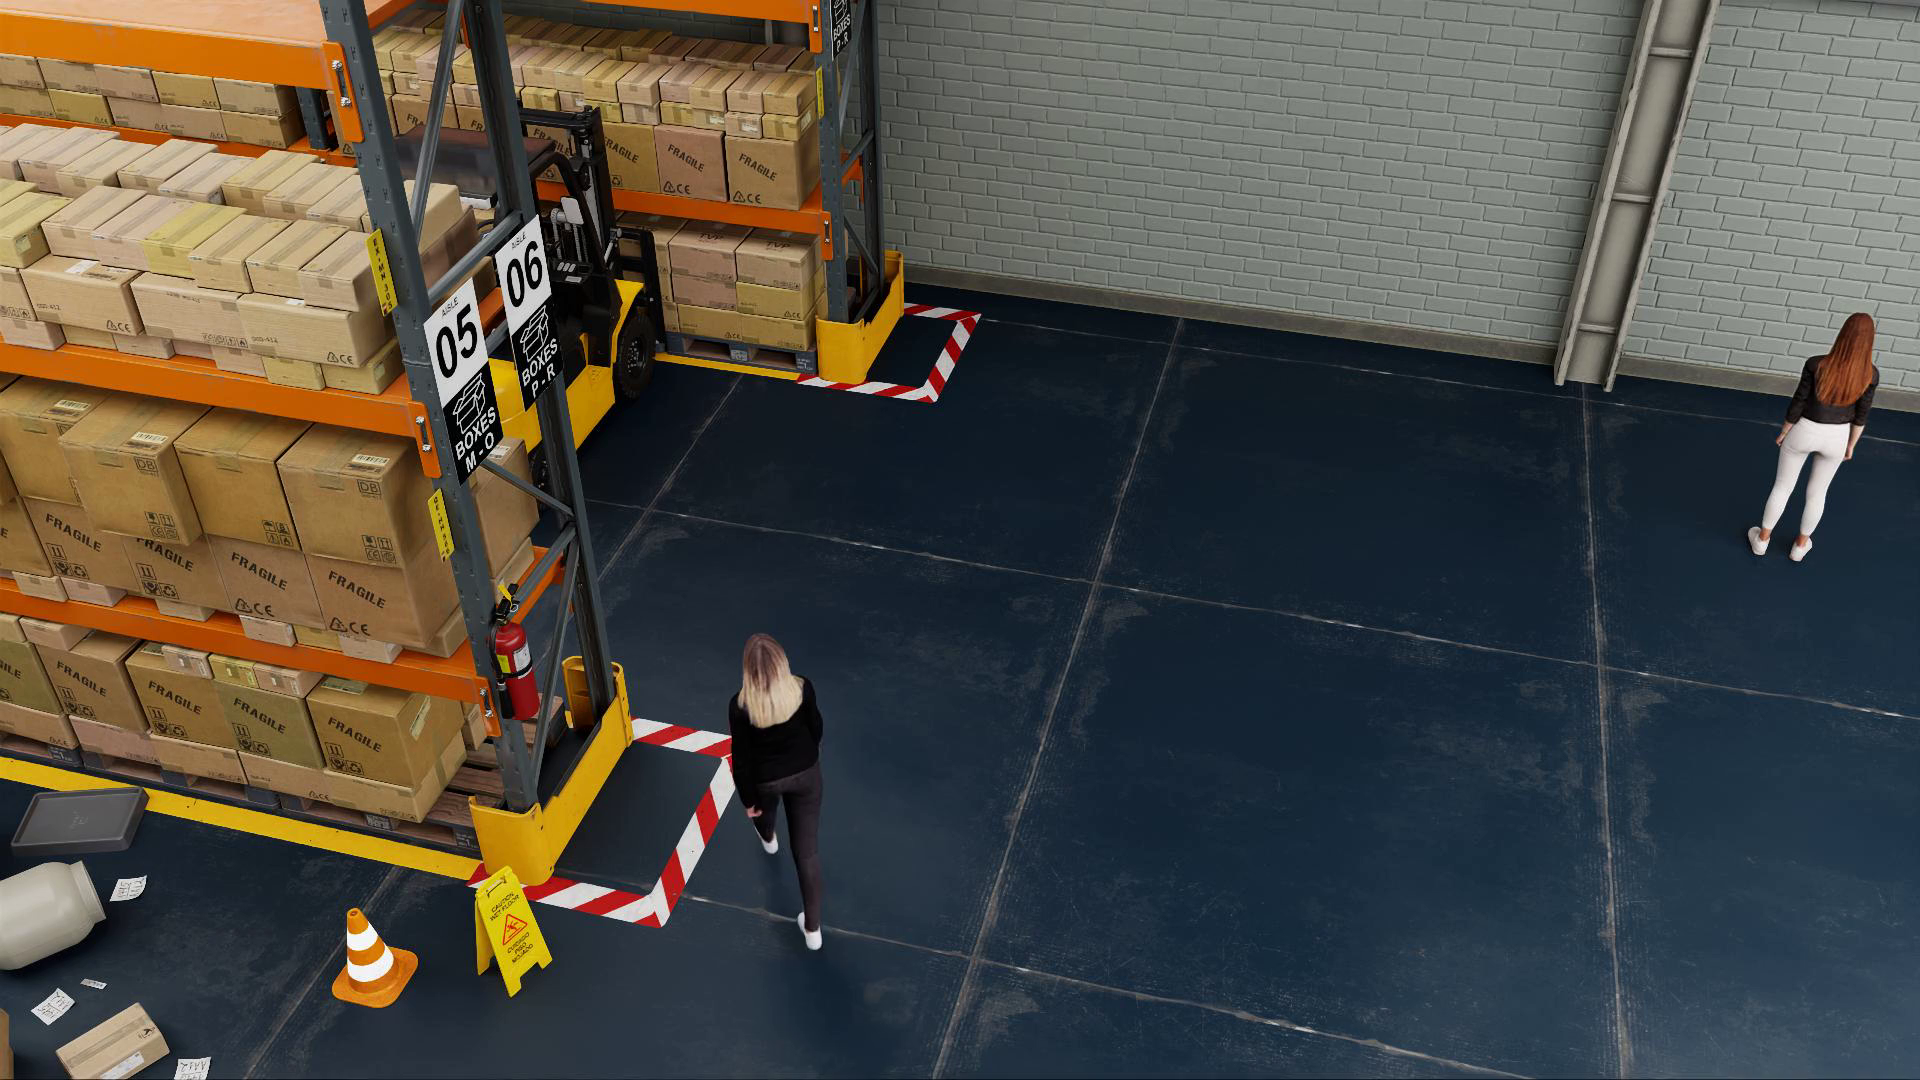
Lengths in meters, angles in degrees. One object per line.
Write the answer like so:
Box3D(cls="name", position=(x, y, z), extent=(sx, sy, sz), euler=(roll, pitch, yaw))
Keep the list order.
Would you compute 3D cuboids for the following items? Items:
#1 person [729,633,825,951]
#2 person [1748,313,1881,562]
Box3D(cls="person", position=(-0.798, 1.194, 7.764), extent=(1.202, 1.633, 1.094), euler=(-10, 38, -13))
Box3D(cls="person", position=(5.206, -0.621, 10.092), extent=(0.486, 1.704, 0.669), euler=(13, 39, 17))
